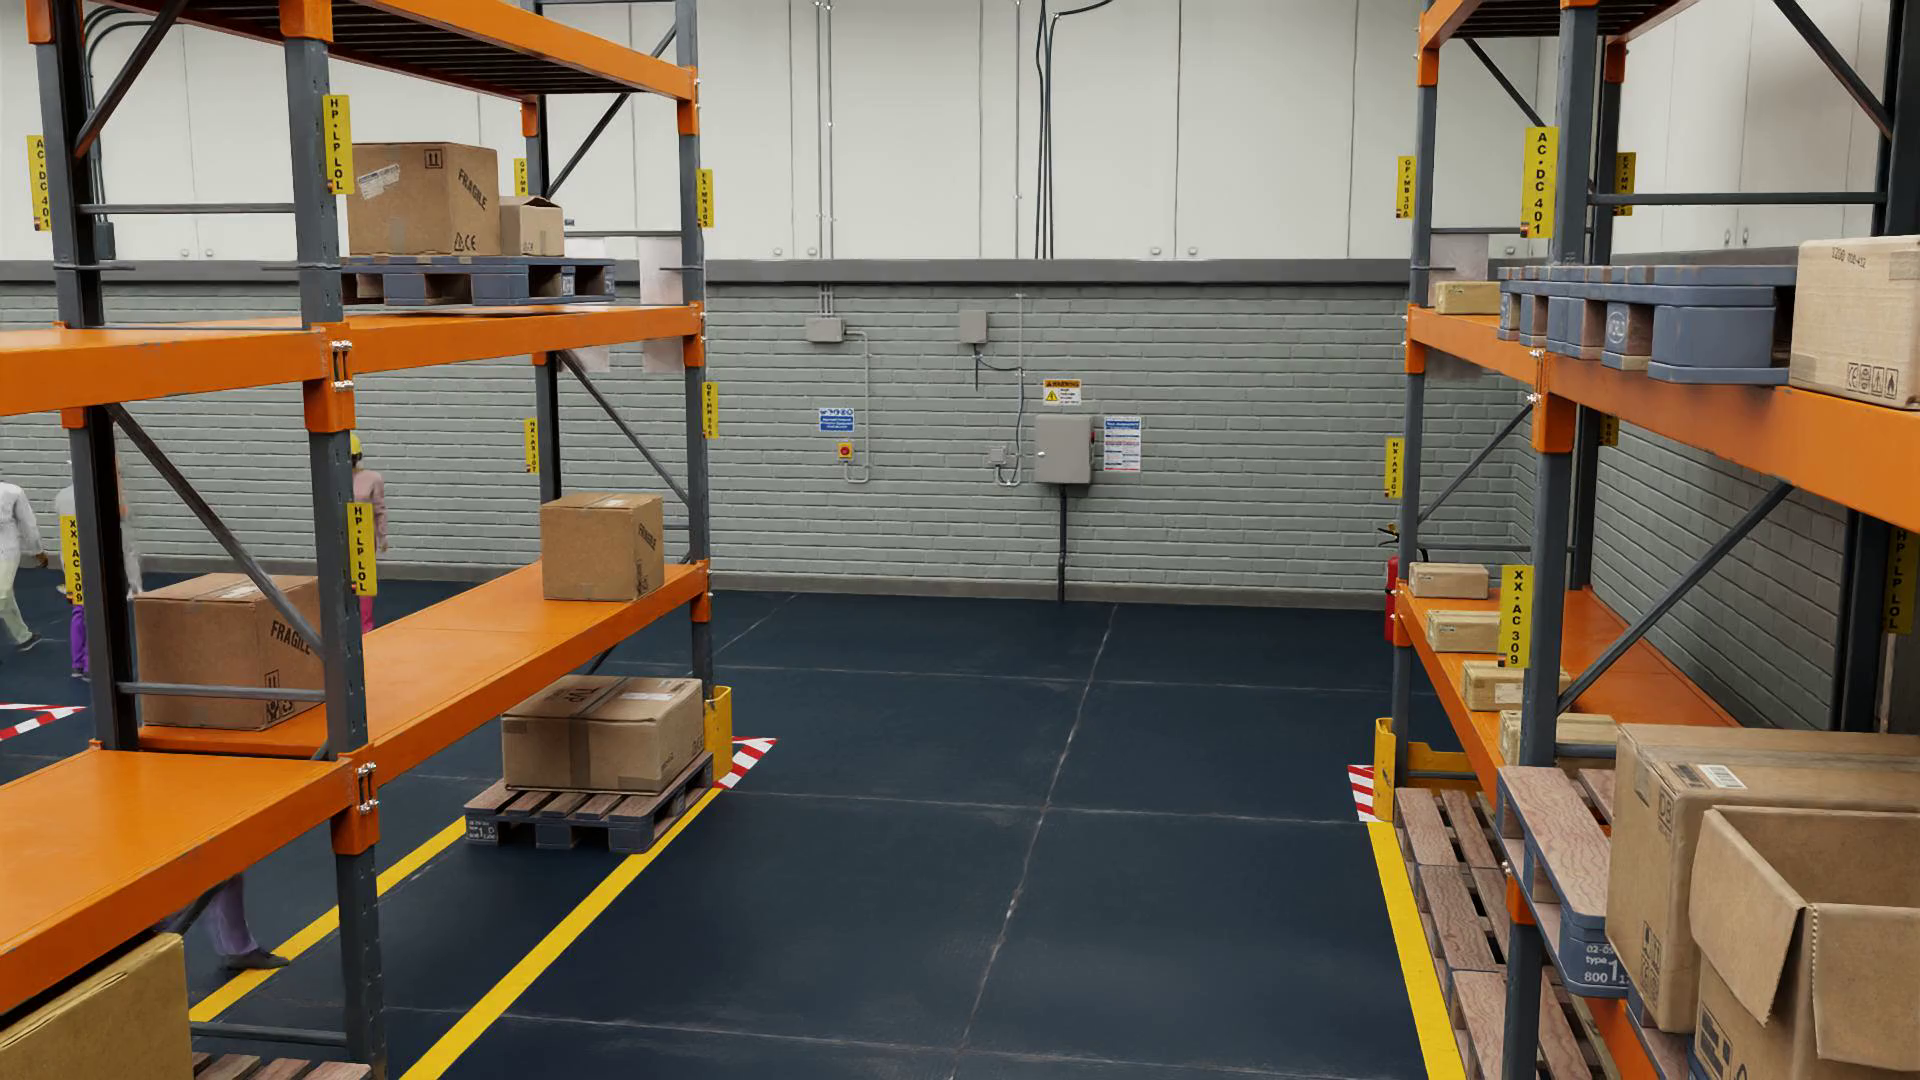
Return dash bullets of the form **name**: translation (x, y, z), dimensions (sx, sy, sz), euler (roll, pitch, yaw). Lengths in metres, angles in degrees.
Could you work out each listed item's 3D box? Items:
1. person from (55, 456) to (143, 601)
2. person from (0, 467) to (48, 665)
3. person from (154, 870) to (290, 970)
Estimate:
- **person**: translation (-7.885, -0.219, 15.208), dimensions (0.852, 1.594, 0.511), euler (2, 9, 13)
- **person**: translation (-7.482, 0.103, 12.919), dimensions (0.560, 1.695, 0.950), euler (1, 9, 5)
- **person**: translation (-3.239, 1.050, 6.975), dimensions (0.628, 1.733, 0.578), euler (-2, 10, -15)
